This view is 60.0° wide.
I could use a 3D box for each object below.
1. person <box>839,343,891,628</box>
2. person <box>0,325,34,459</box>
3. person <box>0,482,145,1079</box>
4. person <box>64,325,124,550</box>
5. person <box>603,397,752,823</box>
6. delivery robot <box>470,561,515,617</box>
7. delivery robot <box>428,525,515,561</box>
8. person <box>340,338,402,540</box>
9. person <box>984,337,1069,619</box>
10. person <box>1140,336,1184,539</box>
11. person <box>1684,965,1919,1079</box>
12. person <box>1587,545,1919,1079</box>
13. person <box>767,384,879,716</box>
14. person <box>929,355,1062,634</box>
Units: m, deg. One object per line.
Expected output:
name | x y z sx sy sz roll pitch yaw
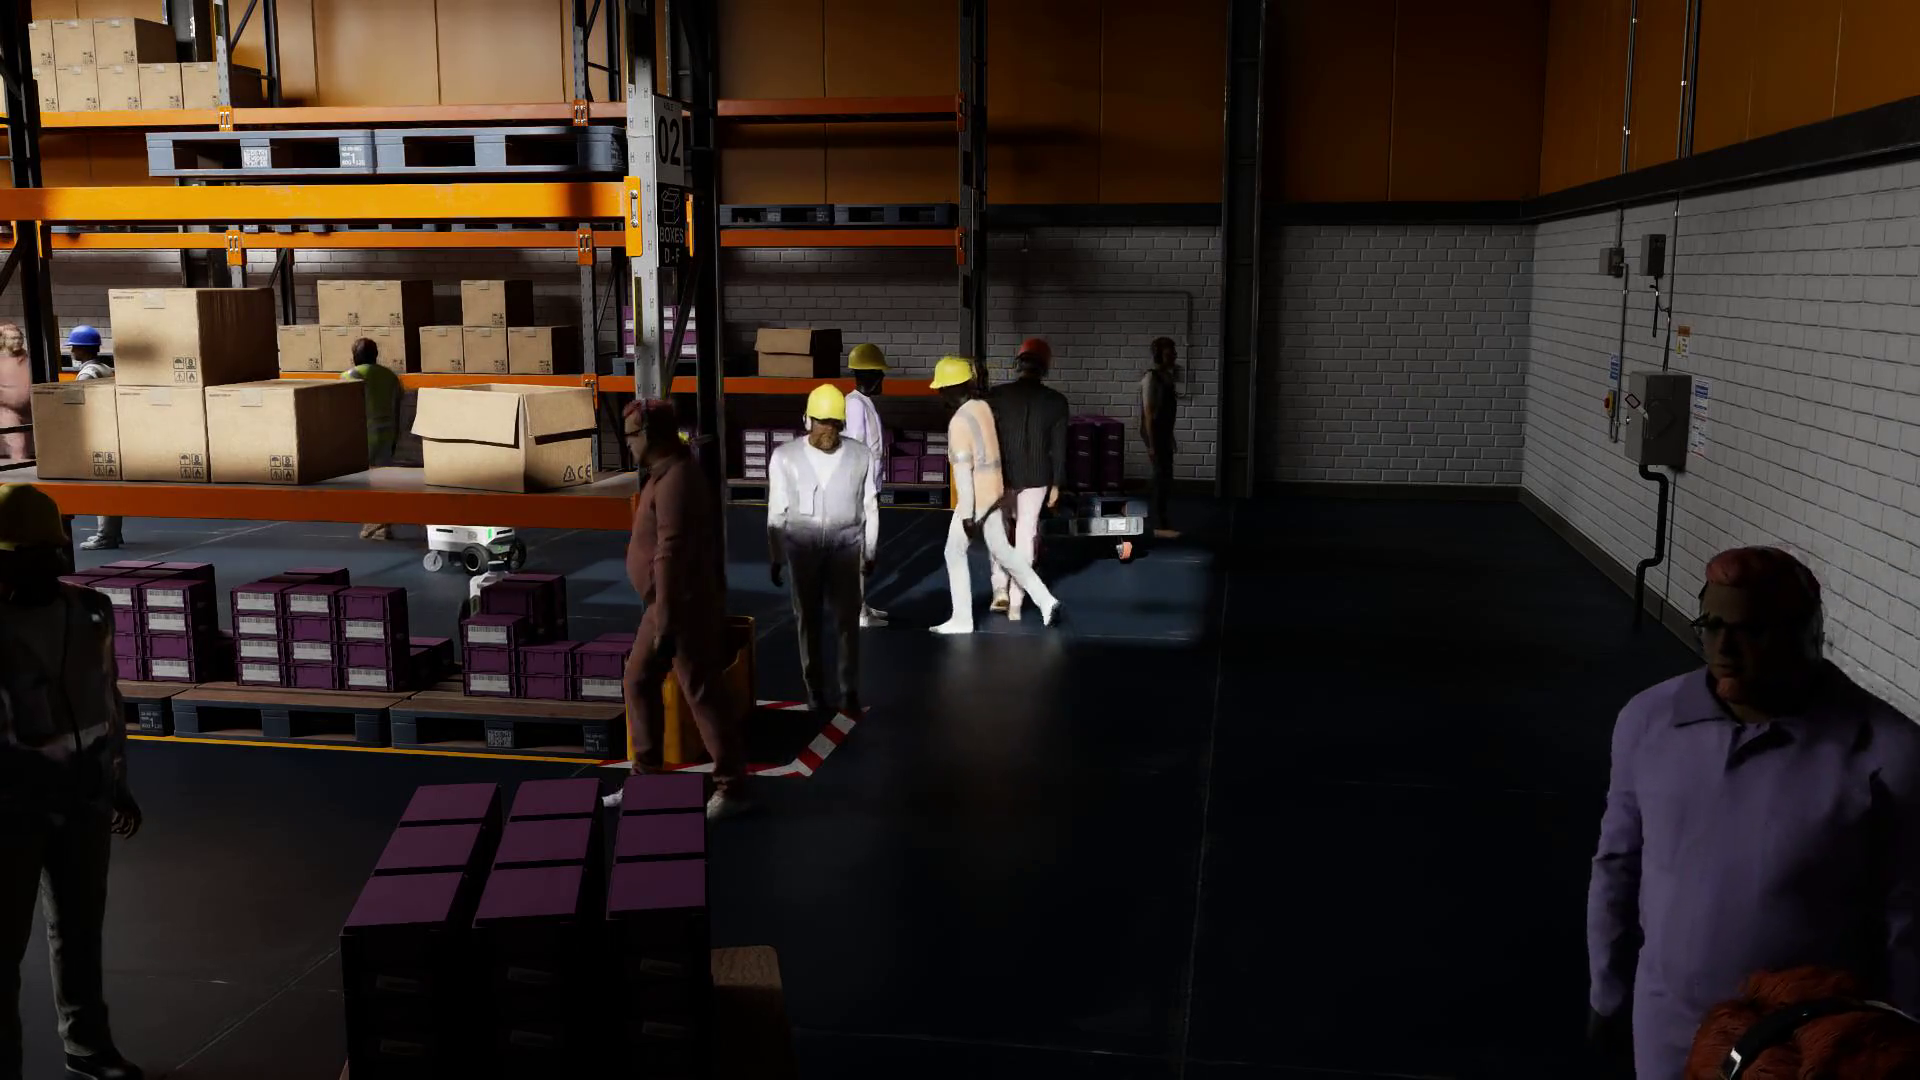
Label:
person | -0.652 -0.374 11.353 0.373 1.928 0.584 0 9 -1
person | -9.798 -1.314 17.392 0.999 1.849 0.665 6 11 31
person | -2.609 0.742 4.723 0.403 1.831 0.597 5 10 29
person | -7.517 -0.887 14.474 0.386 1.948 0.601 -2 9 -14
person | -1.306 0.313 7.293 0.811 1.858 0.761 -2 9 -12
delivery robot | -2.959 0.378 10.646 0.477 0.478 0.707 -3 10 -16
delivery robot | -3.929 -0.060 13.361 0.707 0.478 0.477 5 10 26
person | -5.276 -0.889 14.871 0.445 1.824 0.652 6 11 33
person | 0.426 -0.431 11.596 0.642 1.961 0.461 0 9 -1
person | 1.795 -0.933 15.130 0.529 1.844 0.542 4 10 26
person | 0.638 1.254 1.389 0.581 1.882 0.339 -2 9 -13
person | 1.528 0.944 3.283 0.421 1.890 0.665 -8 12 -40
person | -0.735 0.067 8.965 0.609 1.809 0.590 -1 9 -6
person | 0.226 -0.284 10.980 0.831 1.876 0.629 4 10 21
